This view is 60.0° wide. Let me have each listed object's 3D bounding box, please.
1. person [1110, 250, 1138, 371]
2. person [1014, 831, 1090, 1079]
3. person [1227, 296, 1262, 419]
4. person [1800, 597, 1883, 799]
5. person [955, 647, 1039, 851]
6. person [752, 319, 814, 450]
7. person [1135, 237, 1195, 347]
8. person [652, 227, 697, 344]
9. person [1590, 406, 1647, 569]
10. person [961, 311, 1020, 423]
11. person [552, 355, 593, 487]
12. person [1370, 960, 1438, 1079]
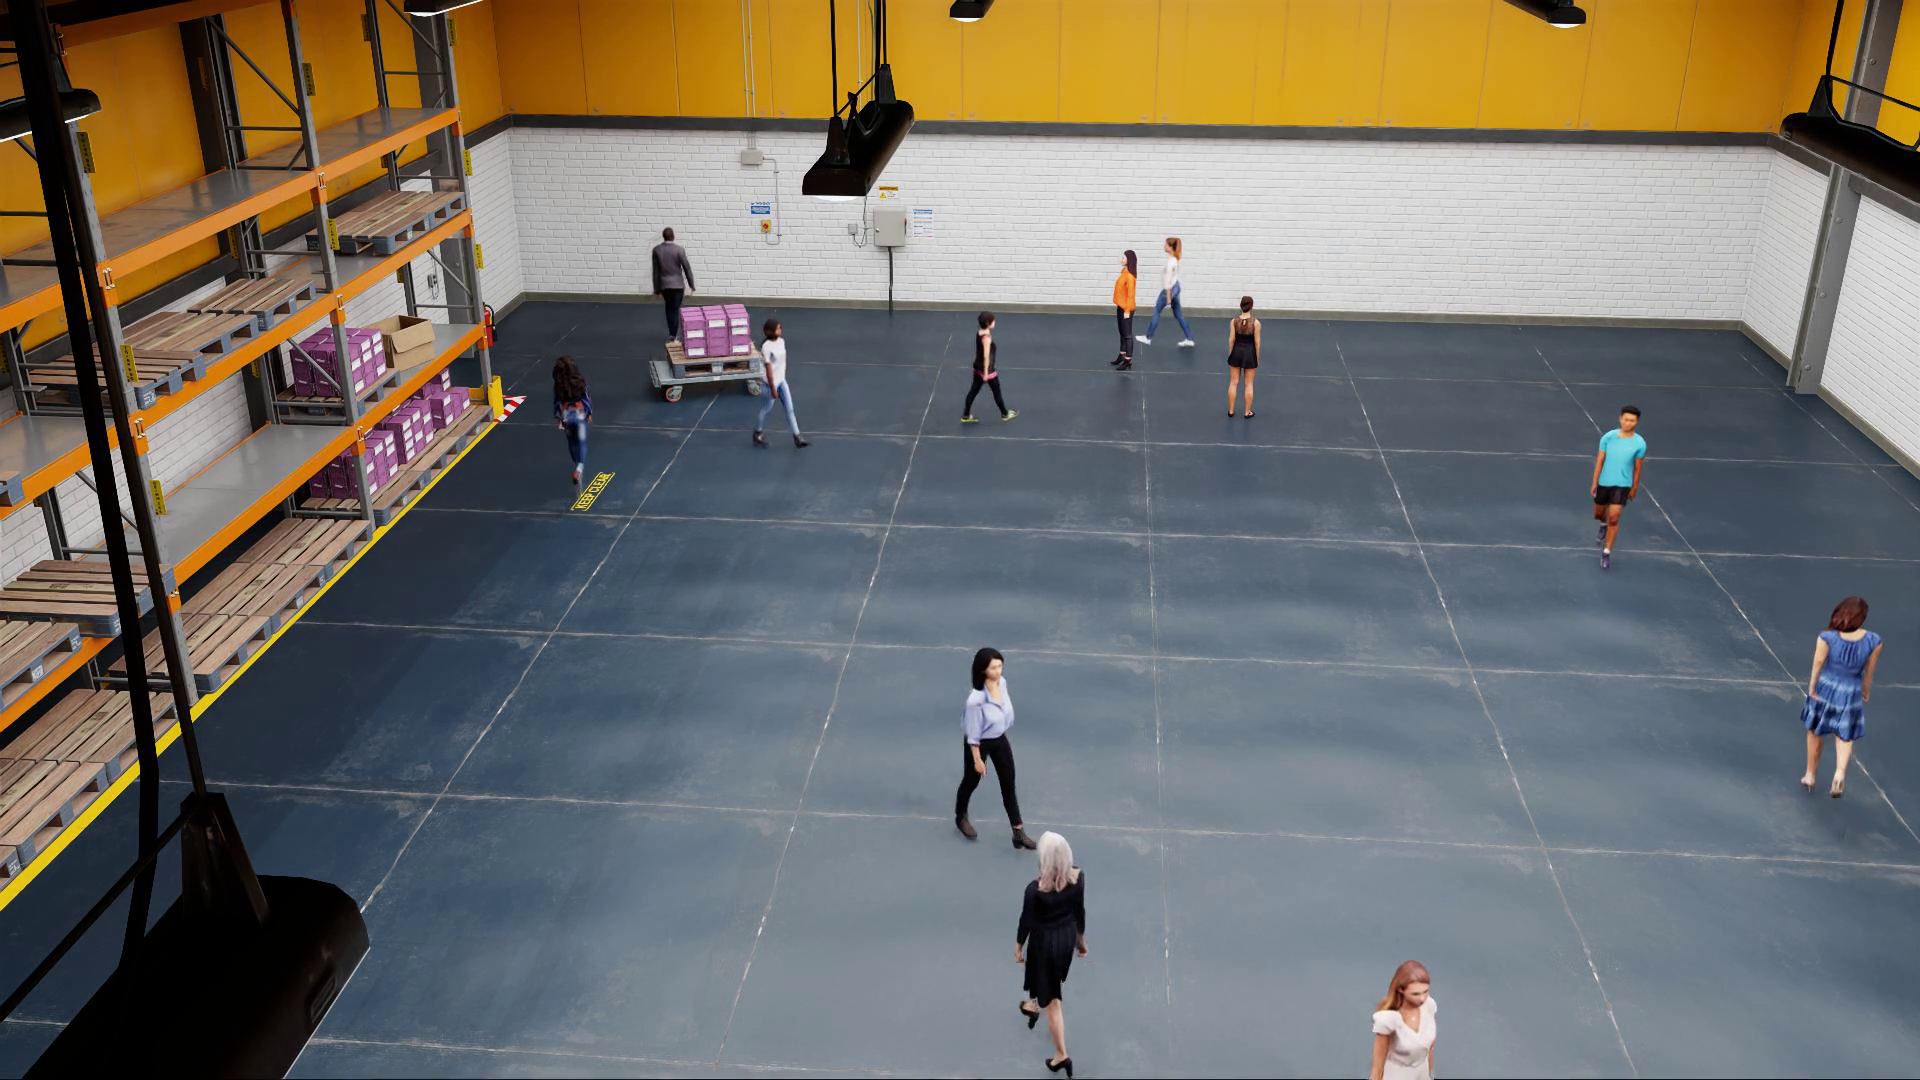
[{"bbox_3d":[2.415,-3.360,24.177,0.732,1.749,0.575,-4,24,-9],"label":"person"},{"bbox_3d":[0.622,2.638,10.482,0.929,1.727,1.047,-14,27,-28],"label":"person"},{"bbox_3d":[3.781,-2.450,22.188,0.639,1.675,0.636,9,25,19],"label":"person"},{"bbox_3d":[7.084,1.330,13.394,0.781,1.792,0.914,8,25,17],"label":"person"},{"bbox_3d":[0.131,1.593,12.895,1.085,1.710,1.074,20,31,38],"label":"person"},{"bbox_3d":[-2.415,-1.955,21.057,0.987,1.673,1.150,13,27,27],"label":"person"},{"bbox_3d":[3.251,-3.685,25.014,0.987,1.674,1.154,12,26,26],"label":"person"},{"bbox_3d":[-4.369,-3.767,25.060,0.790,1.788,0.983,5,24,12],"label":"person"},{"bbox_3d":[7.045,-0.615,17.891,0.894,1.754,1.098,12,27,26],"label":"person"},{"bbox_3d":[0.254,-2.247,21.924,0.914,1.515,1.027,-9,25,-19],"label":"person"},{"bbox_3d":[-4.616,-1.403,19.897,0.706,1.591,1.045,-1,24,-3],"label":"person"},{"bbox_3d":[2.494,3.068,9.552,0.808,1.684,0.924,-10,26,-22],"label":"person"}]
